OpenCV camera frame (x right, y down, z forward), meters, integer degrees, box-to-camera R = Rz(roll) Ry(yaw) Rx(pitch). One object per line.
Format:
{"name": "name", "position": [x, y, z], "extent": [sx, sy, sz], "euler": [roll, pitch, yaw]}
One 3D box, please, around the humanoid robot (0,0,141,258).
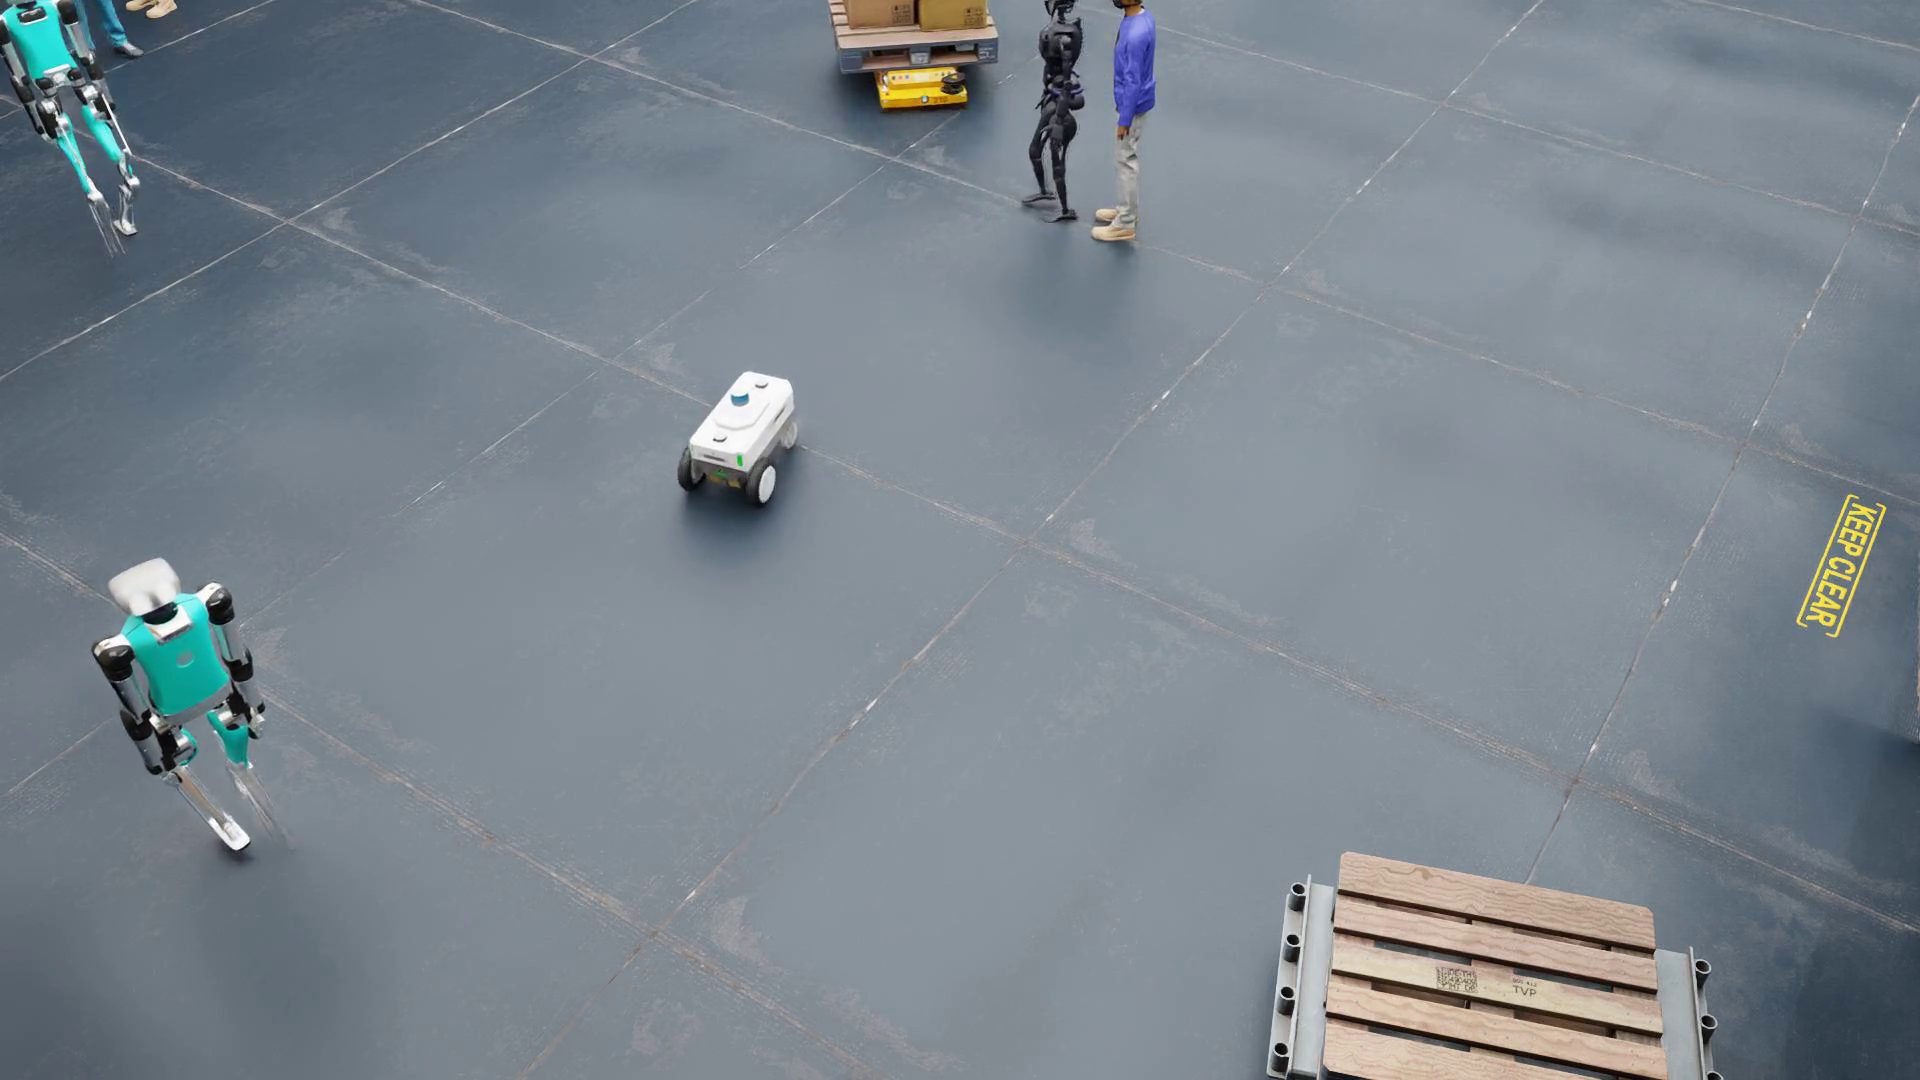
{"name": "humanoid robot", "position": [-5.607, -2.604, 10.679], "extent": [0.543, 1.895, 0.764], "euler": [-30, 50, -29]}

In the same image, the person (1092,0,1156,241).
{"name": "person", "position": [1.071, -2.826, 10.751], "extent": [0.371, 1.862, 0.470], "euler": [3, 42, 4]}

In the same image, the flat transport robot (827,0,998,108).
{"name": "flat transport robot", "position": [-0.378, -3.809, 13.041], "extent": [0.659, 0.231, 1.431], "euler": [-6, 42, -7]}

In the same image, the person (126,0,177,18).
{"name": "person", "position": [-6.749, -5.093, 13.369], "extent": [0.473, 1.747, 0.320], "euler": [25, 48, 25]}

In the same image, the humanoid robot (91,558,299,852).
{"name": "humanoid robot", "position": [-3.228, 0.717, 6.914], "extent": [0.748, 1.830, 0.536], "euler": [31, 50, 30]}

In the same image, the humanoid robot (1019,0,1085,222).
{"name": "humanoid robot", "position": [0.600, -2.843, 10.904], "extent": [0.430, 1.654, 0.612], "euler": [-5, 42, -5]}

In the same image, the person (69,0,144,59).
{"name": "person", "position": [-6.856, -4.517, 12.685], "extent": [0.707, 1.807, 0.392], "euler": [-3, 42, -3]}

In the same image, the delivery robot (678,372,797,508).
{"name": "delivery robot", "position": [-1.210, -0.572, 9.209], "extent": [0.499, 0.601, 0.775], "euler": [14, 44, 15]}
